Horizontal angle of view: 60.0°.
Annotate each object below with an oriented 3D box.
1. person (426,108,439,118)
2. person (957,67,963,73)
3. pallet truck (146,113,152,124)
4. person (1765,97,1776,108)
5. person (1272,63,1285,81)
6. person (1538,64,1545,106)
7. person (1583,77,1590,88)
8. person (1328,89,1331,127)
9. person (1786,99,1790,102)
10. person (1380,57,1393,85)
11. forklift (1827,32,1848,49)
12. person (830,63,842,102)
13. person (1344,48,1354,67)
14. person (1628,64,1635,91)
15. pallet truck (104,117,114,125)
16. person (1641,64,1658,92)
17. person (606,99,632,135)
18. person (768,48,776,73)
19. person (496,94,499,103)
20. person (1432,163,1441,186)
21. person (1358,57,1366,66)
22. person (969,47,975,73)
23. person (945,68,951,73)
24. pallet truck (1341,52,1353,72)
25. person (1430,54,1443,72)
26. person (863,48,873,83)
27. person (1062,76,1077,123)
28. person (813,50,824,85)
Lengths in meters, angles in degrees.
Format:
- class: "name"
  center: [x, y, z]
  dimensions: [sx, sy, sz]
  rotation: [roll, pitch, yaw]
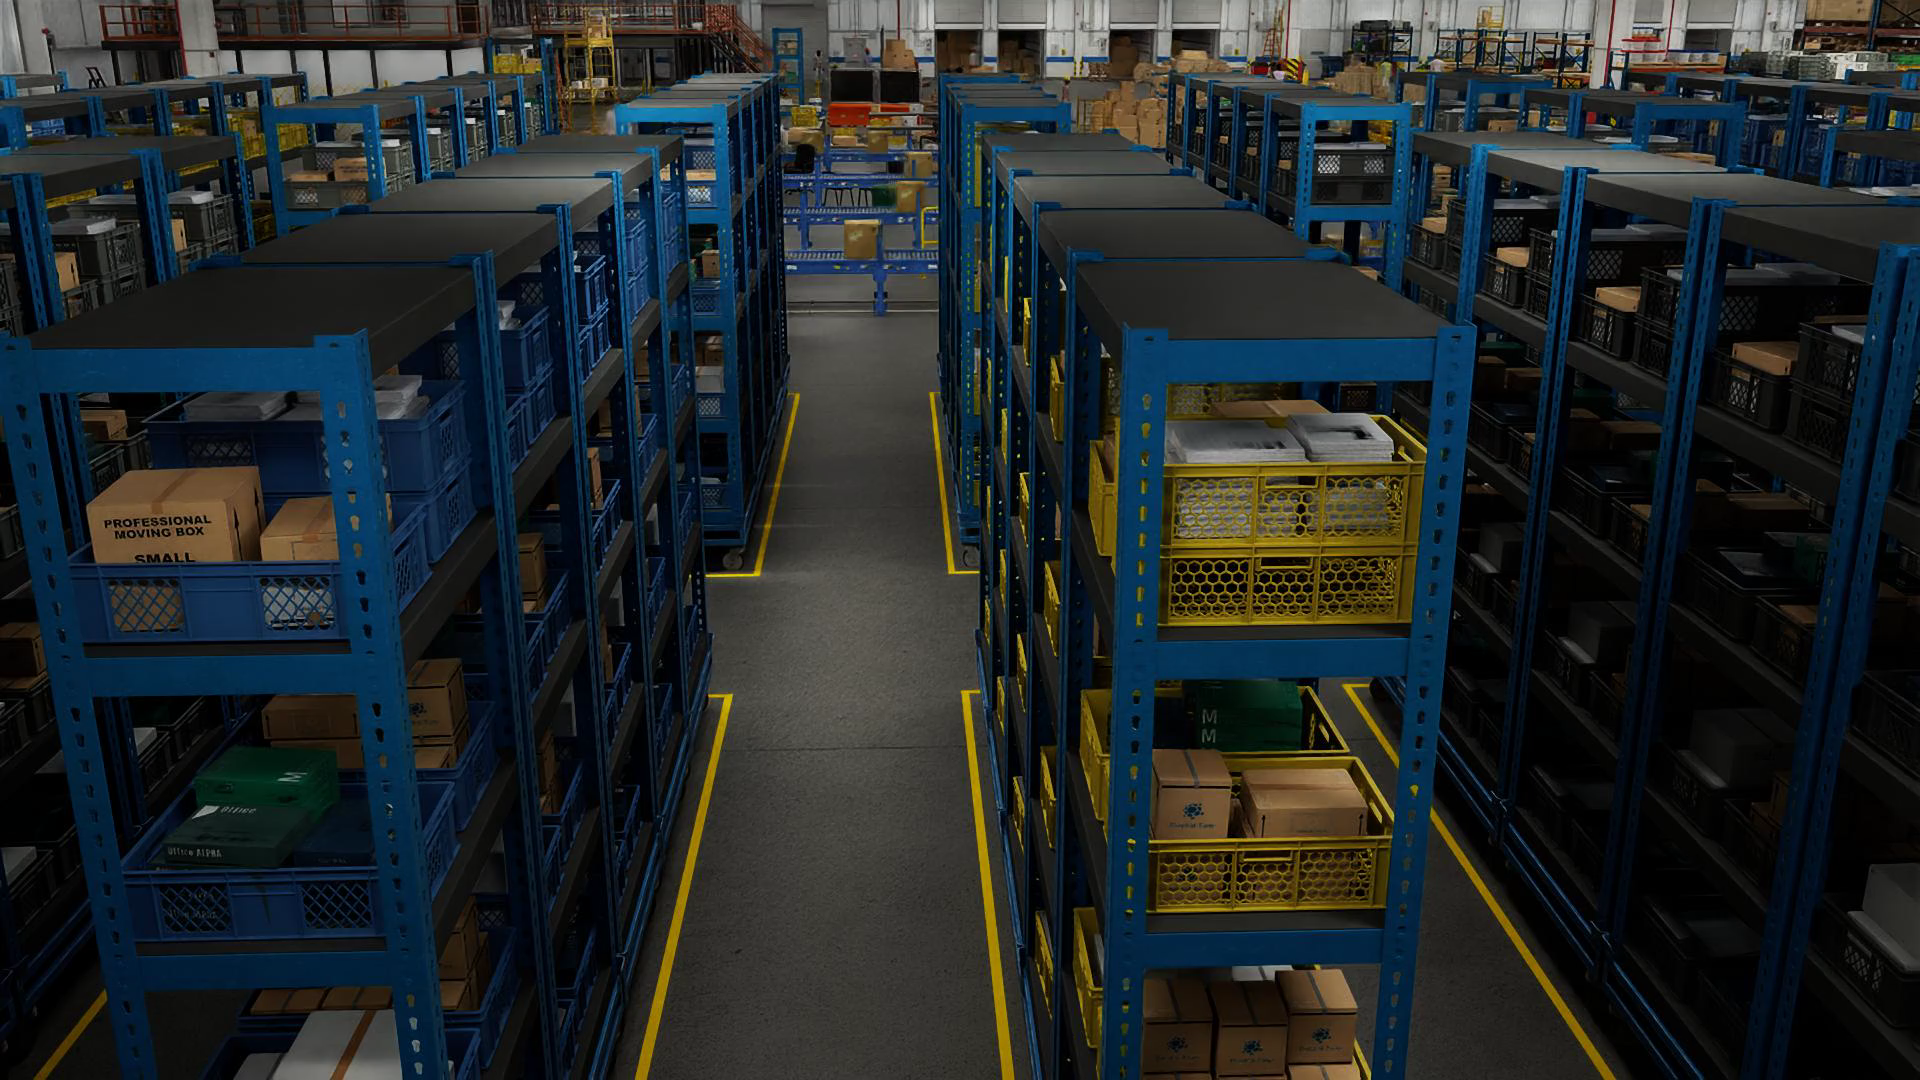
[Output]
- class: "person"
  center: [-12.175, -9.085, 38.771]
  dimensions: [0.636, 2.005, 0.893]
  rotation: [11, 21, 29]
- class: "person"
  center: [-0.052, -17.003, 63.371]
  dimensions: [0.419, 1.962, 0.650]
  rotation: [-2, 18, -7]
- class: "pallet truck"
  center: [-18.087, -8.309, 36.390]
  dimensions: [1.885, 1.965, 0.823]
  rotation: [-1, 18, -4]
- class: "person"
  center: [28.041, -15.041, 57.745]
  dimensions: [0.639, 1.677, 0.534]
  rotation: [-1, 18, -4]
- class: "person"
  center: [13.212, -18.912, 69.363]
  dimensions: [0.631, 1.885, 0.839]
  rotation: [-5, 19, -14]
- class: "person"
  center: [24.137, -18.860, 69.272]
  dimensions: [0.530, 1.855, 0.323]
  rotation: [-16, 24, -40]
- class: "person"
  center: [20.790, -14.383, 55.281]
  dimensions: [0.379, 1.938, 0.547]
  rotation: [-5, 19, -16]
- class: "person"
  center: [12.212, -14.271, 55.494]
  dimensions: [0.519, 1.584, 0.877]
  rotation: [0, 18, 0]
- class: "person"
  center: [21.742, -10.650, 43.750]
  dimensions: [0.552, 1.920, 0.447]
  rotation: [0, 18, 0]
- class: "person"
  center: [20.430, -22.221, 79.740]
  dimensions: [0.653, 1.814, 0.491]
  rotation: [-5, 19, -16]
- class: "forklift"
  center: [46.023, -25.321, 87.619]
  dimensions: [1.129, 2.768, 1.873]
  rotation: [-1, 18, -2]
- class: "person"
  center: [-5.514, -20.432, 74.353]
  dimensions: [0.515, 1.702, 0.837]
  rotation: [-8, 20, -24]
- class: "person"
  center: [21.333, -26.035, 91.367]
  dimensions: [0.585, 1.921, 0.383]
  rotation: [9, 20, 26]
- class: "person"
  center: [29.681, -20.307, 73.703]
  dimensions: [0.369, 1.896, 0.741]
  rotation: [-4, 18, -13]
- class: "pallet truck"
  center: [-18.367, -7.885, 35.078]
  dimensions: [1.885, 1.965, 0.823]
  rotation: [1, 18, 2]
- class: "person"
  center: [29.942, -19.911, 72.222]
  dimensions: [0.704, 2.000, 0.682]
  rotation: [0, 18, -1]
- class: "person"
  center: [-8.957, -10.674, 43.922]
  dimensions: [0.658, 1.859, 0.942]
  rotation: [7, 19, 22]
- class: "person"
  center: [-10.484, -26.623, 93.238]
  dimensions: [1.019, 1.897, 0.600]
  rotation: [-1, 18, -3]
- class: "person"
  center: [-16.992, -16.017, 60.576]
  dimensions: [0.951, 1.794, 0.516]
  rotation: [-12, 22, -34]
- class: "person"
  center: [11.186, -9.170, 39.364]
  dimensions: [0.602, 1.811, 0.742]
  rotation: [-1, 18, -2]
- class: "person"
  center: [20.461, -23.771, 84.775]
  dimensions: [0.856, 1.659, 0.527]
  rotation: [-10, 20, -28]
- class: "person"
  center: [0.730, -26.349, 92.262]
  dimensions: [0.802, 1.968, 0.622]
  rotation: [4, 18, 14]
- class: "person"
  center: [-0.483, -17.282, 64.341]
  dimensions: [0.907, 1.876, 0.611]
  rotation: [5, 19, 15]
- class: "pallet truck"
  center: [18.794, -23.123, 82.231]
  dimensions: [0.823, 1.965, 1.885]
  rotation: [-13, 22, -35]
- class: "person"
  center: [23.326, -22.836, 81.541]
  dimensions: [0.649, 1.890, 1.038]
  rotation: [2, 18, 5]
- class: "person"
  center: [-5.182, -26.395, 92.511]
  dimensions: [0.573, 1.895, 0.901]
  rotation: [13, 22, 35]
- class: "person"
  center: [3.899, -16.314, 61.603]
  dimensions: [0.908, 1.723, 0.532]
  rotation: [2, 18, 7]
- class: "person"
  center: [-7.682, -25.708, 90.503]
  dimensions: [0.624, 1.835, 0.431]
  rotation: [-11, 21, -30]
